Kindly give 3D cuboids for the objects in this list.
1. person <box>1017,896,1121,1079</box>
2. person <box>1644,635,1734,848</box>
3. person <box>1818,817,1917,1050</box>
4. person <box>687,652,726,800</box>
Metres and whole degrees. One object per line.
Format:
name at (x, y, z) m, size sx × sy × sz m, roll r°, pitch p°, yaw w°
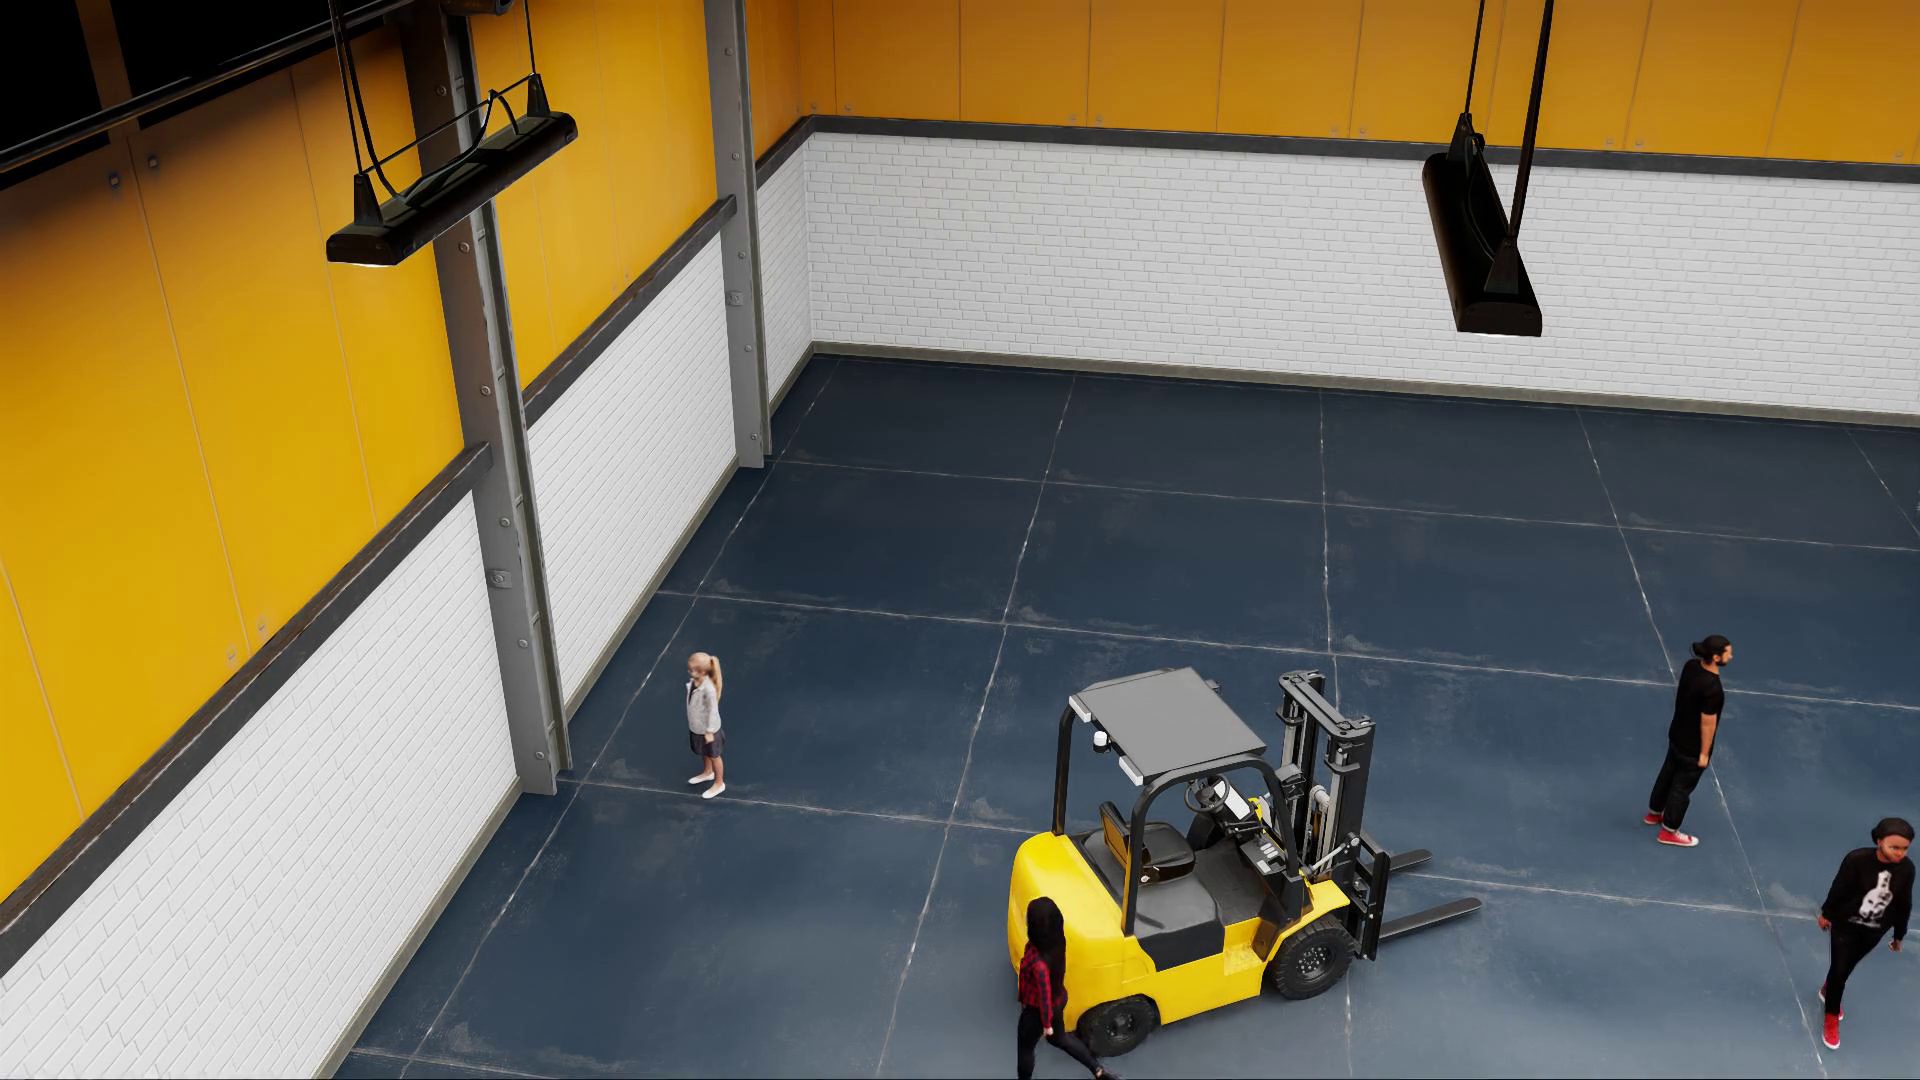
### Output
person at (0.603, 2.816, 10.086) m, size 0.676 × 1.636 × 0.913 m, roll 6°, pitch 29°, yaw 11°
person at (5.455, 1.473, 12.423) m, size 0.733 × 1.756 × 0.544 m, roll -1°, pitch 29°, yaw -2°
person at (5.813, 2.422, 10.789) m, size 0.615 × 1.653 × 0.801 m, roll 5°, pitch 29°, yaw 9°
person at (-1.993, 1.417, 13.025) m, size 0.664 × 1.277 × 0.602 m, roll -17°, pitch 33°, yaw -29°
